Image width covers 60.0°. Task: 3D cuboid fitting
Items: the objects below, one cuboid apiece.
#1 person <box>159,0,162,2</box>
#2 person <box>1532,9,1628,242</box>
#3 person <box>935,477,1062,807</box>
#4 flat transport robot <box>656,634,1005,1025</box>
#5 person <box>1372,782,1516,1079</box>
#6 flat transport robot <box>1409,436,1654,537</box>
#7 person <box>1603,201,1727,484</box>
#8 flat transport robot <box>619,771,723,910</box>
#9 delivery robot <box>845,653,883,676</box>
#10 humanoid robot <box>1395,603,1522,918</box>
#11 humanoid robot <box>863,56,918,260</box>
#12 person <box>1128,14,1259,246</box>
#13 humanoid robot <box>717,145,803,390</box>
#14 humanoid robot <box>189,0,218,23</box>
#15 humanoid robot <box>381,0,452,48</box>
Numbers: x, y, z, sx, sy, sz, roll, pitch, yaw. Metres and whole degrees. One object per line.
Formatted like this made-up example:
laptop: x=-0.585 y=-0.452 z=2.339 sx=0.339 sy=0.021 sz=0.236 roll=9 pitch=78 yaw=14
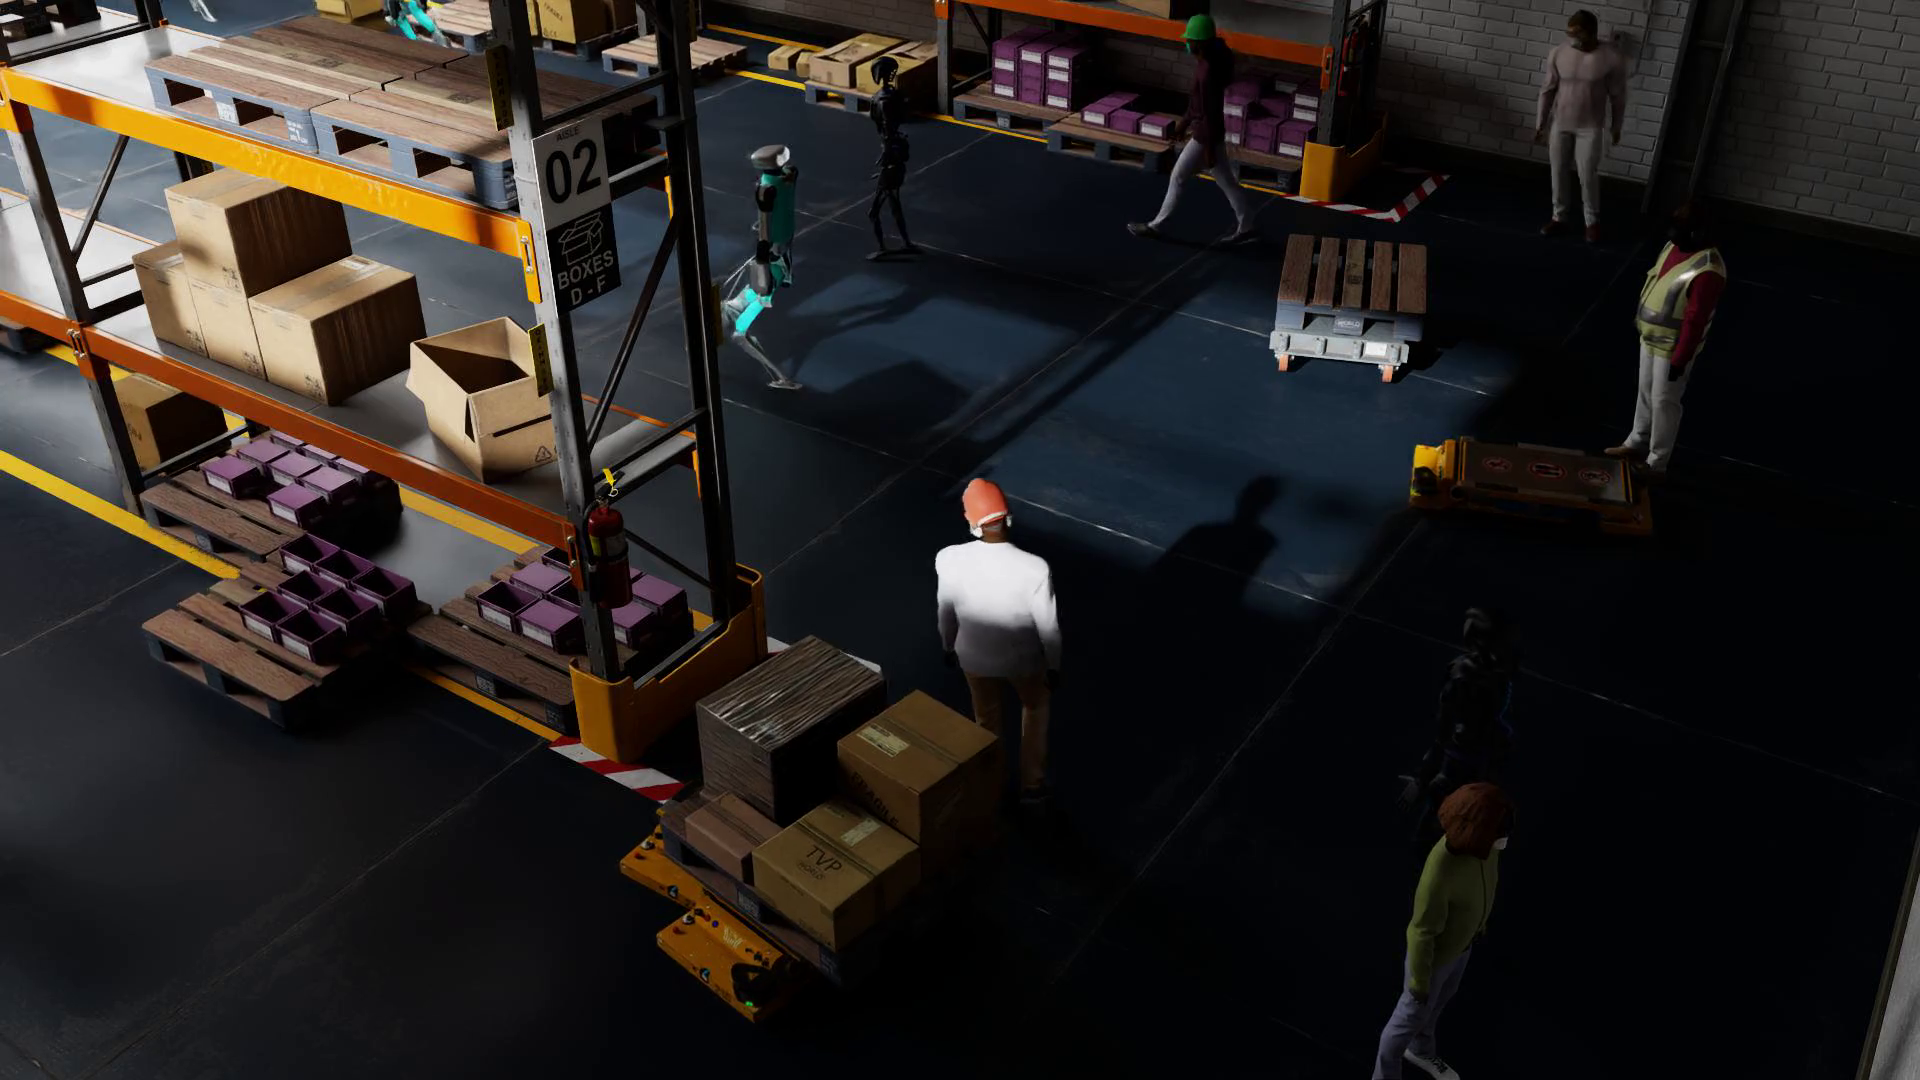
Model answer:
person: x=-9.726 y=-7.329 z=19.771 sx=0.443 sy=1.755 sz=0.770 roll=9 pitch=34 yaw=14
person: x=5.023 y=-3.375 z=13.569 sx=0.657 sy=1.895 sz=0.456 roll=23 pitch=39 yaw=31
person: x=0.178 y=0.505 z=7.767 sx=0.592 sy=1.720 sz=0.430 roll=6 pitch=33 yaw=9
flat transport robot: x=-0.604 y=1.548 z=7.493 sx=0.659 sy=0.231 sz=1.431 roll=27 pitch=42 yaw=35
person: x=1.830 y=1.535 z=6.269 sx=0.281 sy=1.624 sz=0.492 roll=26 pitch=41 yaw=34
flat transport robot: x=3.570 y=-0.349 z=10.410 sx=1.431 sy=0.231 sz=0.659 roll=9 pitch=34 yaw=13
person: x=4.389 y=-1.226 z=10.327 sx=0.431 sy=1.837 sz=0.625 roll=0 pitch=33 yaw=0
flat transport robot: x=-0.900 y=1.243 z=7.963 sx=0.659 sy=0.231 sz=1.431 roll=20 pitch=38 yaw=27
delivery robot: x=-0.688 y=0.910 z=8.229 sx=0.499 sy=0.612 sz=0.810 roll=17 pitch=37 yaw=24
humanoid robot: x=2.212 y=0.973 z=7.080 sx=0.597 sy=1.644 sz=0.512 roll=-28 pitch=42 yaw=-35
humanoid robot: x=-0.585 y=-3.037 z=13.253 sx=0.502 sy=1.638 sz=0.585 roll=-1 pitch=33 yaw=-2
person: x=1.989 y=-3.280 z=13.442 sx=1.088 sy=1.886 sz=0.472 roll=9 pitch=34 yaw=14
humanoid robot: x=-1.537 y=-1.850 z=11.403 sx=0.910 sy=1.793 sz=0.549 roll=8 pitch=34 yaw=12
humanoid robot: x=-8.889 y=-6.853 z=19.110 sx=0.899 sy=1.819 sz=0.547 roll=27 pitch=42 yaw=35
humanoid robot: x=-5.403 y=-5.338 z=16.758 sx=0.960 sy=1.776 sz=0.530 roll=22 pitch=39 yaw=30
